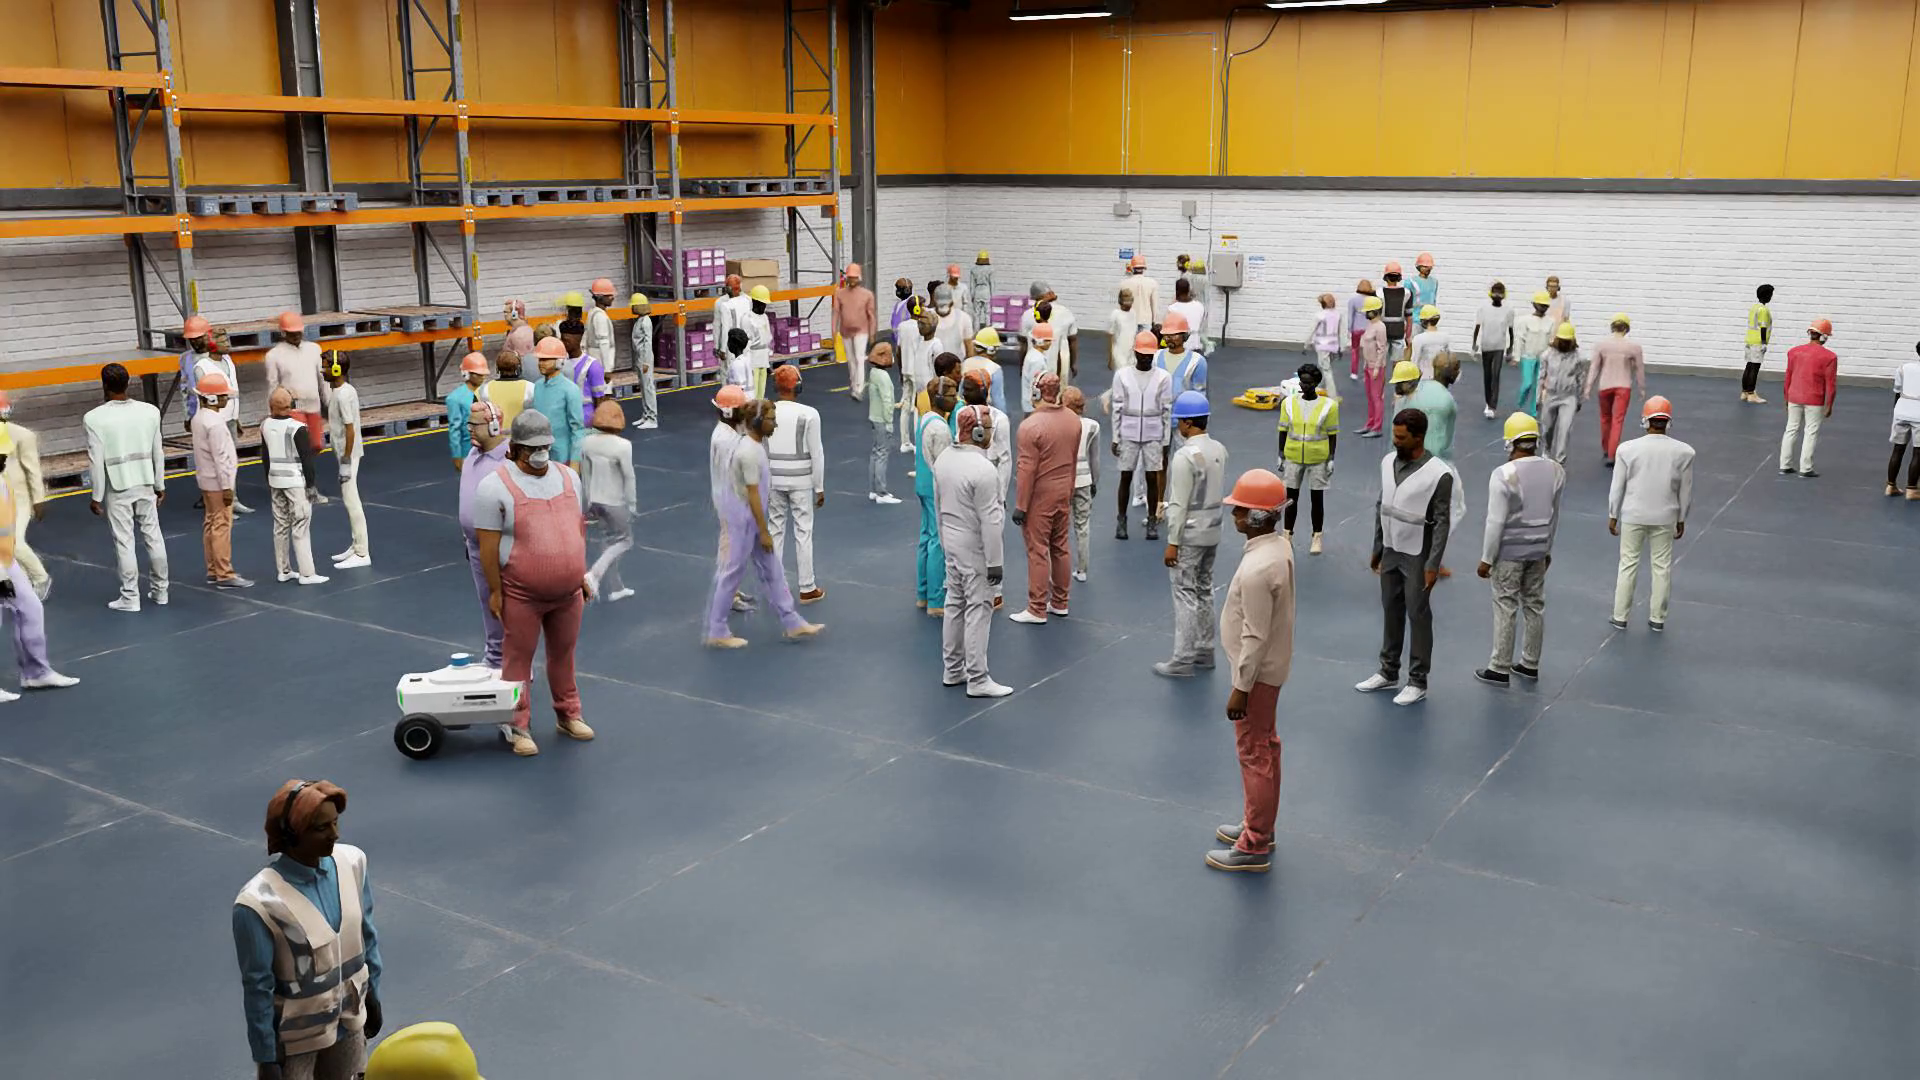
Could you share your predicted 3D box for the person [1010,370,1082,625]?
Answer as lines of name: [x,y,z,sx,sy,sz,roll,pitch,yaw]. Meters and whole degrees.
person: [0.621,-0.319,12.486,0.409,1.909,0.642,11,17,40]

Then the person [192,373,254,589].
person: [-6.021,-0.487,13.546,0.341,1.750,0.566,-10,16,-36]

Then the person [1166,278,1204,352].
person: [3.016,-2.562,22.288,0.574,1.874,0.957,-5,14,-22]

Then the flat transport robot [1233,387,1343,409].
flat transport robot: [4.637,-2.032,23.497,1.431,0.197,0.652,-6,14,-26]

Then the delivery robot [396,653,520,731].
delivery robot: [-2.957,0.916,9.884,0.707,0.478,0.477,-2,13,-10]

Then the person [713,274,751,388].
person: [-3.077,-2.678,22.752,0.658,1.893,0.400,-8,15,-31]

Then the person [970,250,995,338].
person: [0.431,-4.584,31.340,0.487,1.744,0.312,4,14,17]

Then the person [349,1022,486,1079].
person: [-1.100,1.831,3.489,0.339,1.761,0.524,-3,13,-11]

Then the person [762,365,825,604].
person: [-1.326,-0.431,13.021,0.577,1.883,0.353,4,14,16]

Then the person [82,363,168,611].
person: [-6.413,-0.406,12.835,0.388,1.919,0.594,8,15,32]

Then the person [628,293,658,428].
person: [-4.116,-2.317,21.511,0.304,1.742,0.493,-5,14,-21]

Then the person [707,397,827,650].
person: [-1.384,-0.099,11.750,0.923,1.796,0.552,0,13,1]

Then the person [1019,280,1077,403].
person: [1.089,-2.194,20.321,0.743,2.000,0.673,-4,14,-18]

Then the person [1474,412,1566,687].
person: [3.679,0.066,10.998,0.586,1.824,0.403,-5,14,-22]

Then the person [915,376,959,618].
person: [-0.170,-0.330,12.670,0.326,1.842,0.516,-4,14,-17]

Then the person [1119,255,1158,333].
person: [2.716,-3.353,25.446,0.615,1.997,0.373,-1,13,-6]

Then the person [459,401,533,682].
person: [-3.070,0.038,10.934,0.639,1.910,0.407,12,17,41]

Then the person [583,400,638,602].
person: [-2.762,-0.279,12.944,0.508,1.610,0.571,8,15,31]

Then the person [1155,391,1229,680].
person: [1.566,-0.037,11.198,0.415,1.937,0.622,9,16,34]

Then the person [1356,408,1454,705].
person: [2.882,0.094,10.679,0.390,1.913,0.587,-7,15,-28]

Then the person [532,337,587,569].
person: [-3.394,-0.711,13.986,0.618,1.997,0.373,11,17,39]

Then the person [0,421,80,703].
person: [-6.070,0.140,10.568,0.726,1.880,0.613,-2,13,-7]

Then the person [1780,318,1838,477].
person: [9.307,-1.555,18.214,0.355,1.741,0.569,-9,16,-33]

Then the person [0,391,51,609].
person: [-7.365,-0.317,12.838,0.592,1.733,0.377,4,14,16]

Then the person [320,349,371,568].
person: [-5.262,-0.695,14.196,0.322,1.871,0.531,-5,14,-21]

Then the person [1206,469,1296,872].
person: [1.442,0.634,8.151,0.376,1.997,0.612,5,14,19]

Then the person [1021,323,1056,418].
person: [0.835,-1.442,17.730,0.362,1.740,0.583,-1,13,-3]

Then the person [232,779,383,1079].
person: [-1.992,1.515,5.145,0.317,1.633,0.514,6,14,24]

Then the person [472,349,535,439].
person: [-3.854,-0.726,14.389,0.630,1.842,0.429,-1,13,-5]

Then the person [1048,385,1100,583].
person: [0.902,-0.447,13.642,0.518,1.633,0.313,-3,13,-15]

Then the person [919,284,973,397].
person: [-0.203,-2.094,19.889,0.710,2.000,0.546,1,13,3]

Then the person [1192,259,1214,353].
person: [4.215,-4.112,29.390,0.503,1.700,0.818,9,16,33]

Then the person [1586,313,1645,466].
person: [7.509,-1.727,19.036,0.597,1.701,0.933,8,15,30]

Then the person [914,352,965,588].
person: [-0.151,-0.569,13.551,0.398,1.916,0.590,-9,16,-33]

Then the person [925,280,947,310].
person: [-0.328,-2.294,20.956,0.373,1.957,0.599,-5,14,-22]

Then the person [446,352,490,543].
person: [-4.340,-0.823,15.021,0.340,1.744,0.564,8,15,31]

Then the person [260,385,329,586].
person: [-5.469,-0.442,13.593,0.523,1.642,0.306,7,15,26]

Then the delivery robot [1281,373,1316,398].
delivery robot: [4.618,-2.040,22.703,0.477,0.478,0.707,0,13,-1]

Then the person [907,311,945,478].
person: [-0.348,-1.544,17.933,0.345,1.847,0.508,-7,15,-27]

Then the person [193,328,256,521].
person: [-7.158,-1.124,16.100,0.389,1.850,0.566,1,13,4]

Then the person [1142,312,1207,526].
person: [2.004,-1.117,15.646,0.607,2.044,0.372,7,15,29]
